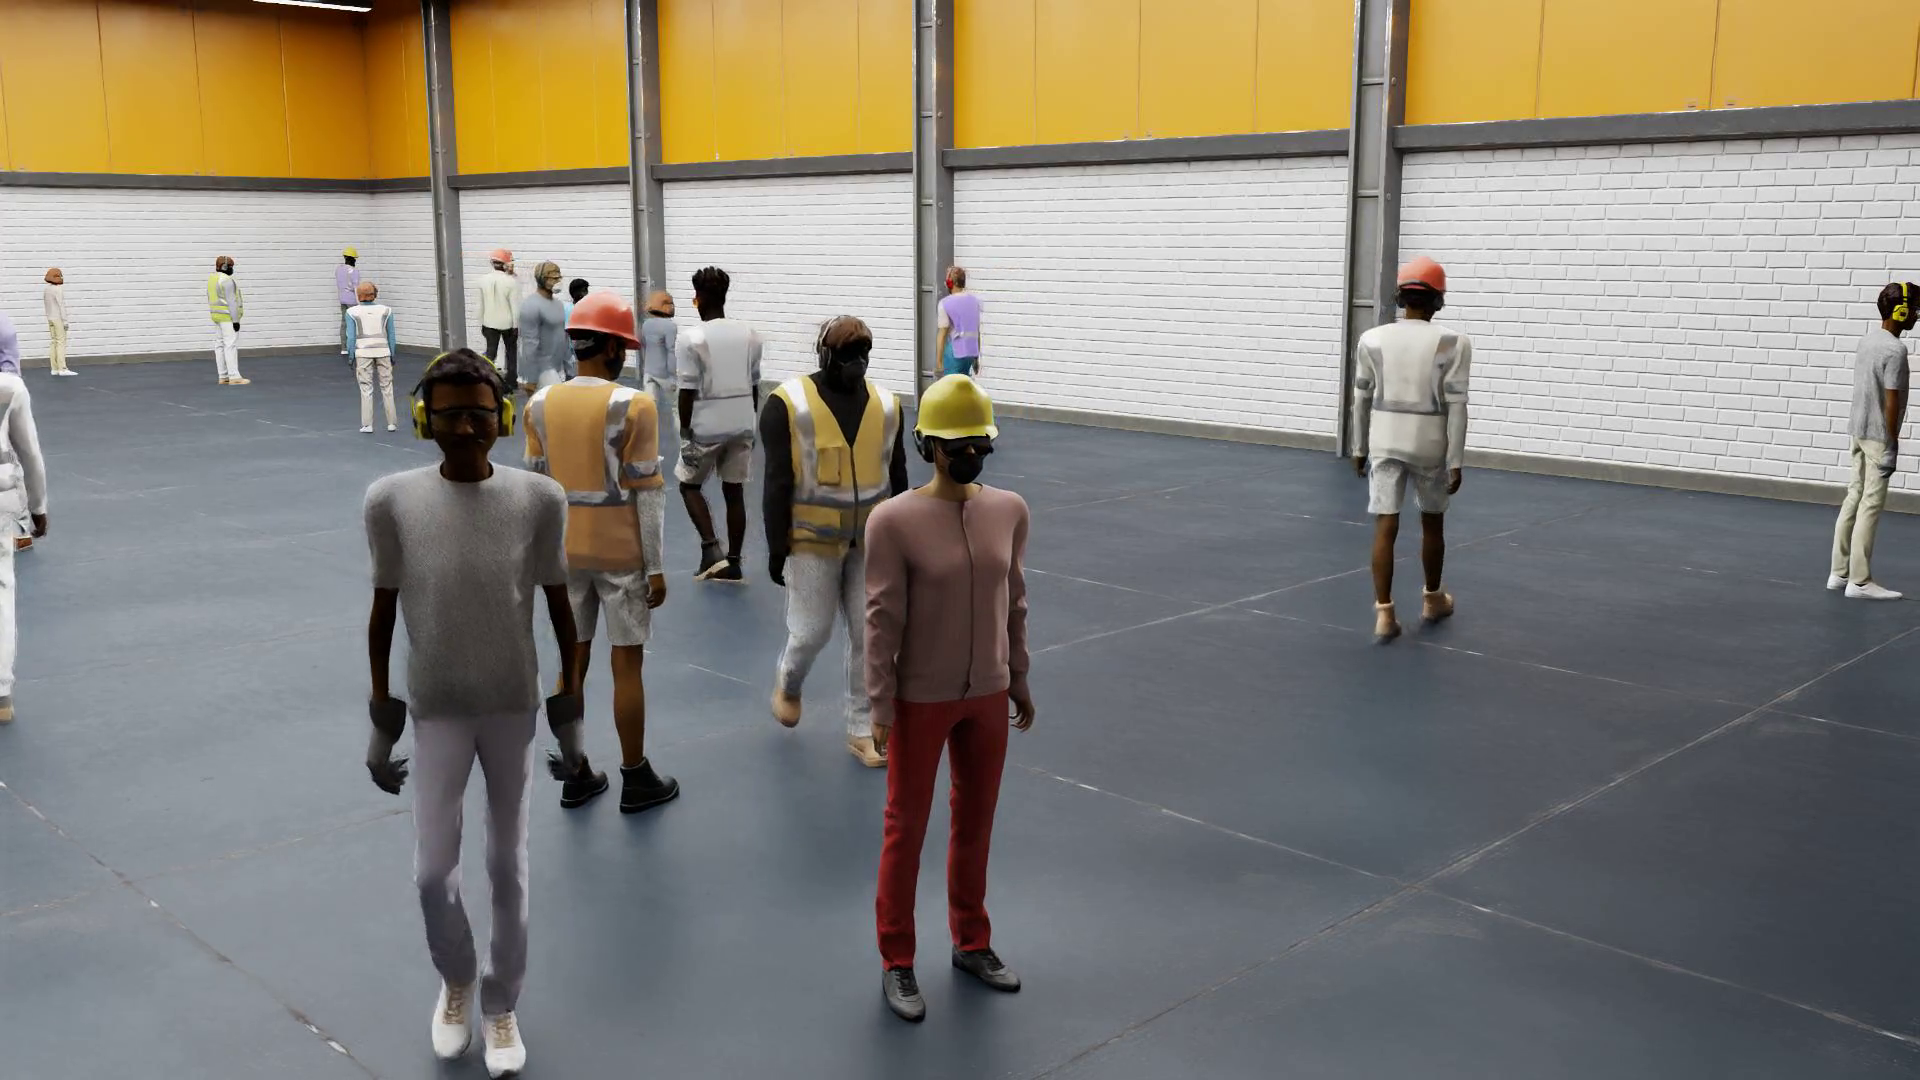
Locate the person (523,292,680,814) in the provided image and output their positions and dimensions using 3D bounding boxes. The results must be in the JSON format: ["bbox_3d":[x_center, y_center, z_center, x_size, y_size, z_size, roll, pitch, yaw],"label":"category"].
[{"bbox_3d":[-1.324,0.051,6.180,0.548,1.924,0.389,4,11,19],"label":"person"}]

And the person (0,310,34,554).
[{"bbox_3d":[-6.504,-0.862,11.125,0.630,1.938,0.369,7,12,33],"label":"person"}]

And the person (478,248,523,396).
[{"bbox_3d":[-6.078,-2.839,21.831,0.617,1.974,0.834,2,11,12],"label":"person"}]

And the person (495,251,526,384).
[{"bbox_3d":[-6.432,-3.160,23.743,0.408,1.906,0.654,5,12,25],"label":"person"}]

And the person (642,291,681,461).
[{"bbox_3d":[-2.746,-1.551,15.770,0.526,1.597,0.776,9,13,39],"label":"person"}]

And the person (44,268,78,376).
[{"bbox_3d":[-13.768,-3.326,25.391,0.508,1.632,0.264,8,13,36],"label":"person"}]

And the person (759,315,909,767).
[{"bbox_3d":[-0.515,-0.009,6.792,0.638,1.820,0.634,-5,11,-25],"label":"person"}]

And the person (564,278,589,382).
[{"bbox_3d":[-4.337,-2.083,18.576,0.794,1.675,0.547,4,11,22],"label":"person"}]

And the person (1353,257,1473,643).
[{"bbox_3d":[2.431,-0.497,8.930,0.635,2.002,0.943,5,12,27],"label":"person"}]

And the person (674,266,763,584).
[{"bbox_3d":[-1.474,-0.681,10.122,0.602,1.952,0.422,-8,13,-36],"label":"person"}]

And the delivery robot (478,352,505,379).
[{"bbox_3d":[-6.456,-2.285,22.404,0.707,0.478,0.477,9,14,40],"label":"delivery robot"}]

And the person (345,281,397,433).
[{"bbox_3d":[-6.351,-1.966,17.972,0.515,1.636,0.314,-6,12,-29],"label":"person"}]

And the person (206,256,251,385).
[{"bbox_3d":[-10.492,-3.139,23.824,0.619,1.838,0.430,9,14,40],"label":"person"}]

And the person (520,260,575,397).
[{"bbox_3d":[-3.479,-1.410,14.175,0.446,1.925,0.629,1,10,6],"label":"person"}]

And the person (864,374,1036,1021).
[{"bbox_3d":[-0.015,0.426,4.571,0.533,1.767,0.326,-7,12,-32],"label":"person"}]

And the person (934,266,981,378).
[{"bbox_3d":[-0.007,-1.810,16.610,0.447,1.828,0.563,9,14,39],"label":"person"}]

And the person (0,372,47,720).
[{"bbox_3d":[-4.464,-0.146,7.513,0.603,1.828,1.001,-7,12,-32],"label":"person"}]

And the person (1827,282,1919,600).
[{"bbox_3d":[5.410,-0.579,9.803,0.313,1.860,0.511,1,10,4],"label":"person"}]

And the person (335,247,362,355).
[{"bbox_3d":[-10.863,-4.251,29.663,0.584,1.919,0.388,6,12,31],"label":"person"}]

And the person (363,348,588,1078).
[{"bbox_3d":[-1.215,0.448,4.189,0.548,1.859,0.386,-4,11,-20],"label":"person"}]
